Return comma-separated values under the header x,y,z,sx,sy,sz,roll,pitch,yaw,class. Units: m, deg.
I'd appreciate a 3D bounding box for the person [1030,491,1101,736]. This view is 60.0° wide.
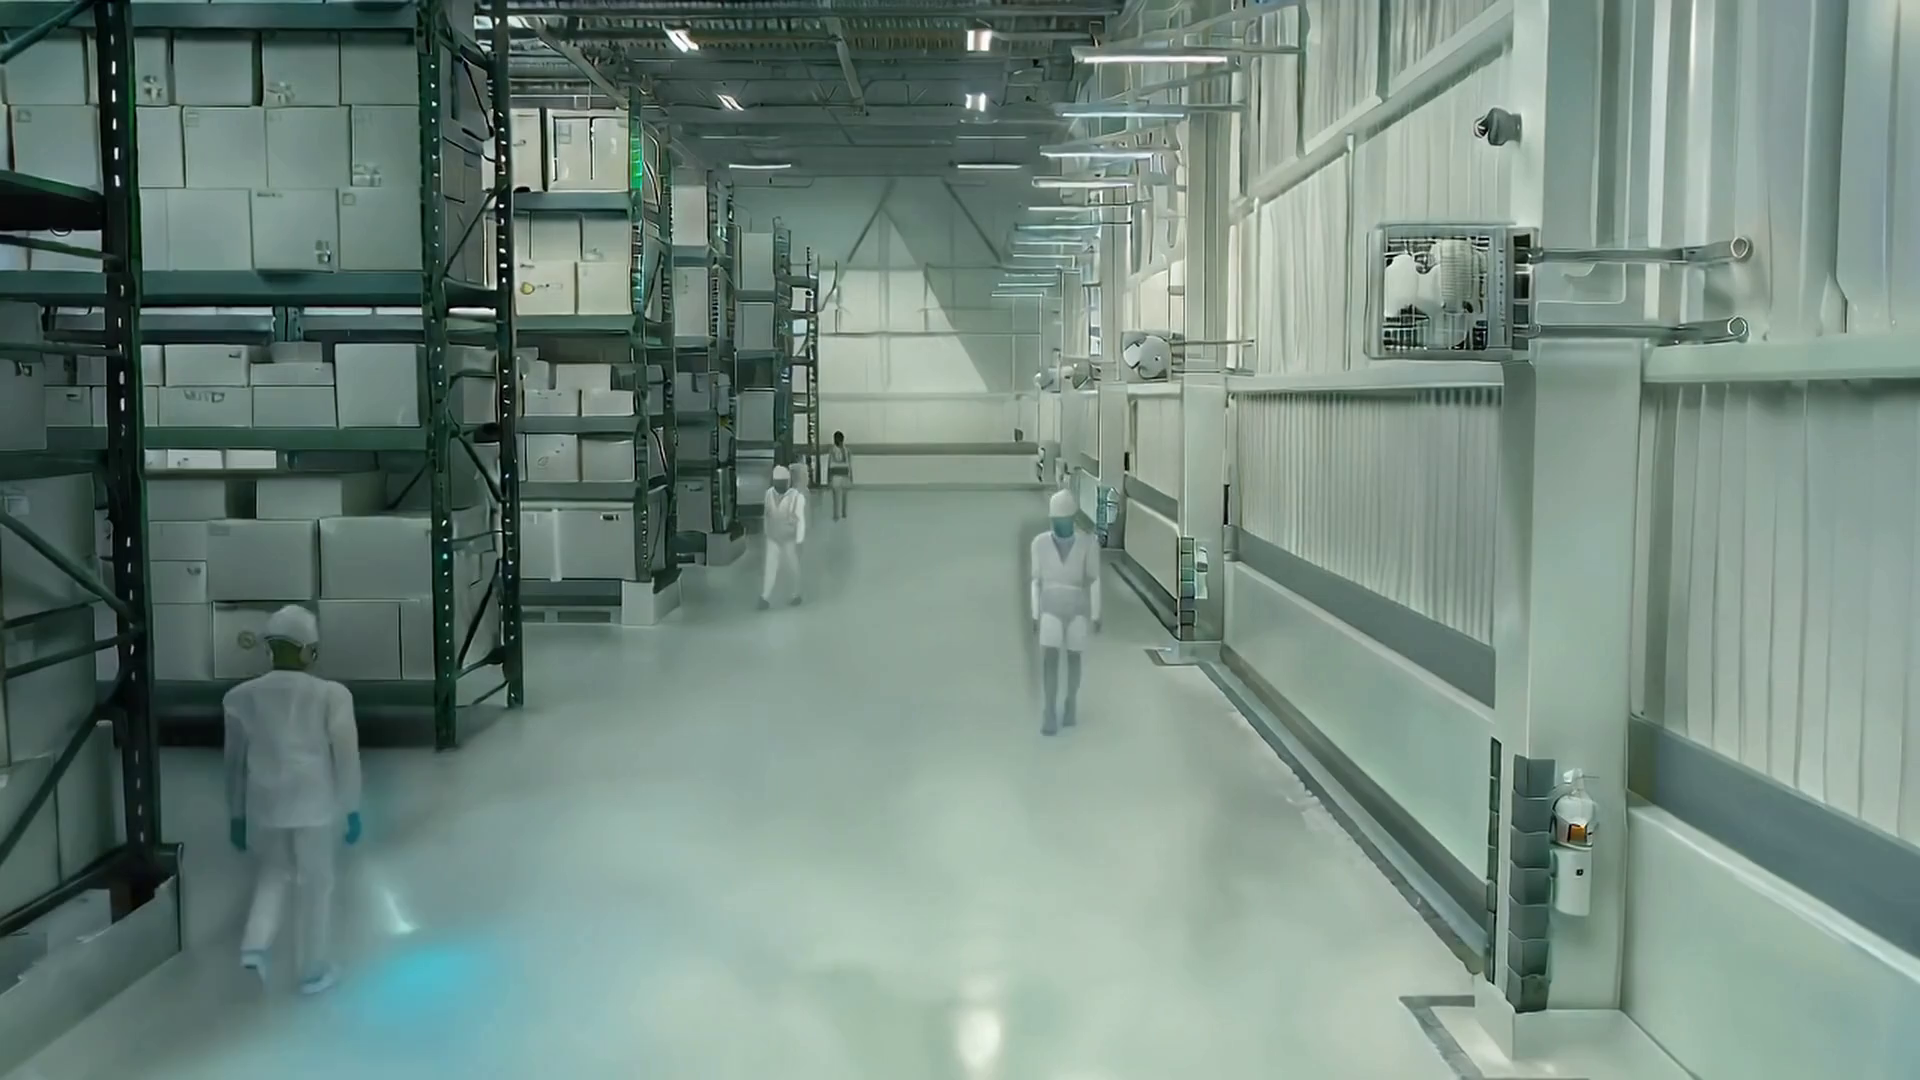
x,y,z,sx,sy,sz,roll,pitch,yaw,class
0.815,0.569,12.967,0.564,1.883,0.975,1,5,8,person

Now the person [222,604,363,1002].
x,y,z,sx,sy,sz,roll,pitch,yaw,class
-2.873,1.144,7.153,0.570,1.735,0.509,0,5,1,person

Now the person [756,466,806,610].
x,y,z,sx,sy,sz,roll,pitch,yaw,class
-2.200,-0.027,20.575,0.616,1.778,0.958,2,5,18,person

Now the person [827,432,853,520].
x,y,z,sx,sy,sz,roll,pitch,yaw,class
-2.574,-1.377,35.753,0.563,1.885,1.012,0,5,-3,person

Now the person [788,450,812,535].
x,y,z,sx,sy,sz,roll,pitch,yaw,class
-3.055,-0.889,31.532,0.525,1.627,0.326,-5,7,-43,person
